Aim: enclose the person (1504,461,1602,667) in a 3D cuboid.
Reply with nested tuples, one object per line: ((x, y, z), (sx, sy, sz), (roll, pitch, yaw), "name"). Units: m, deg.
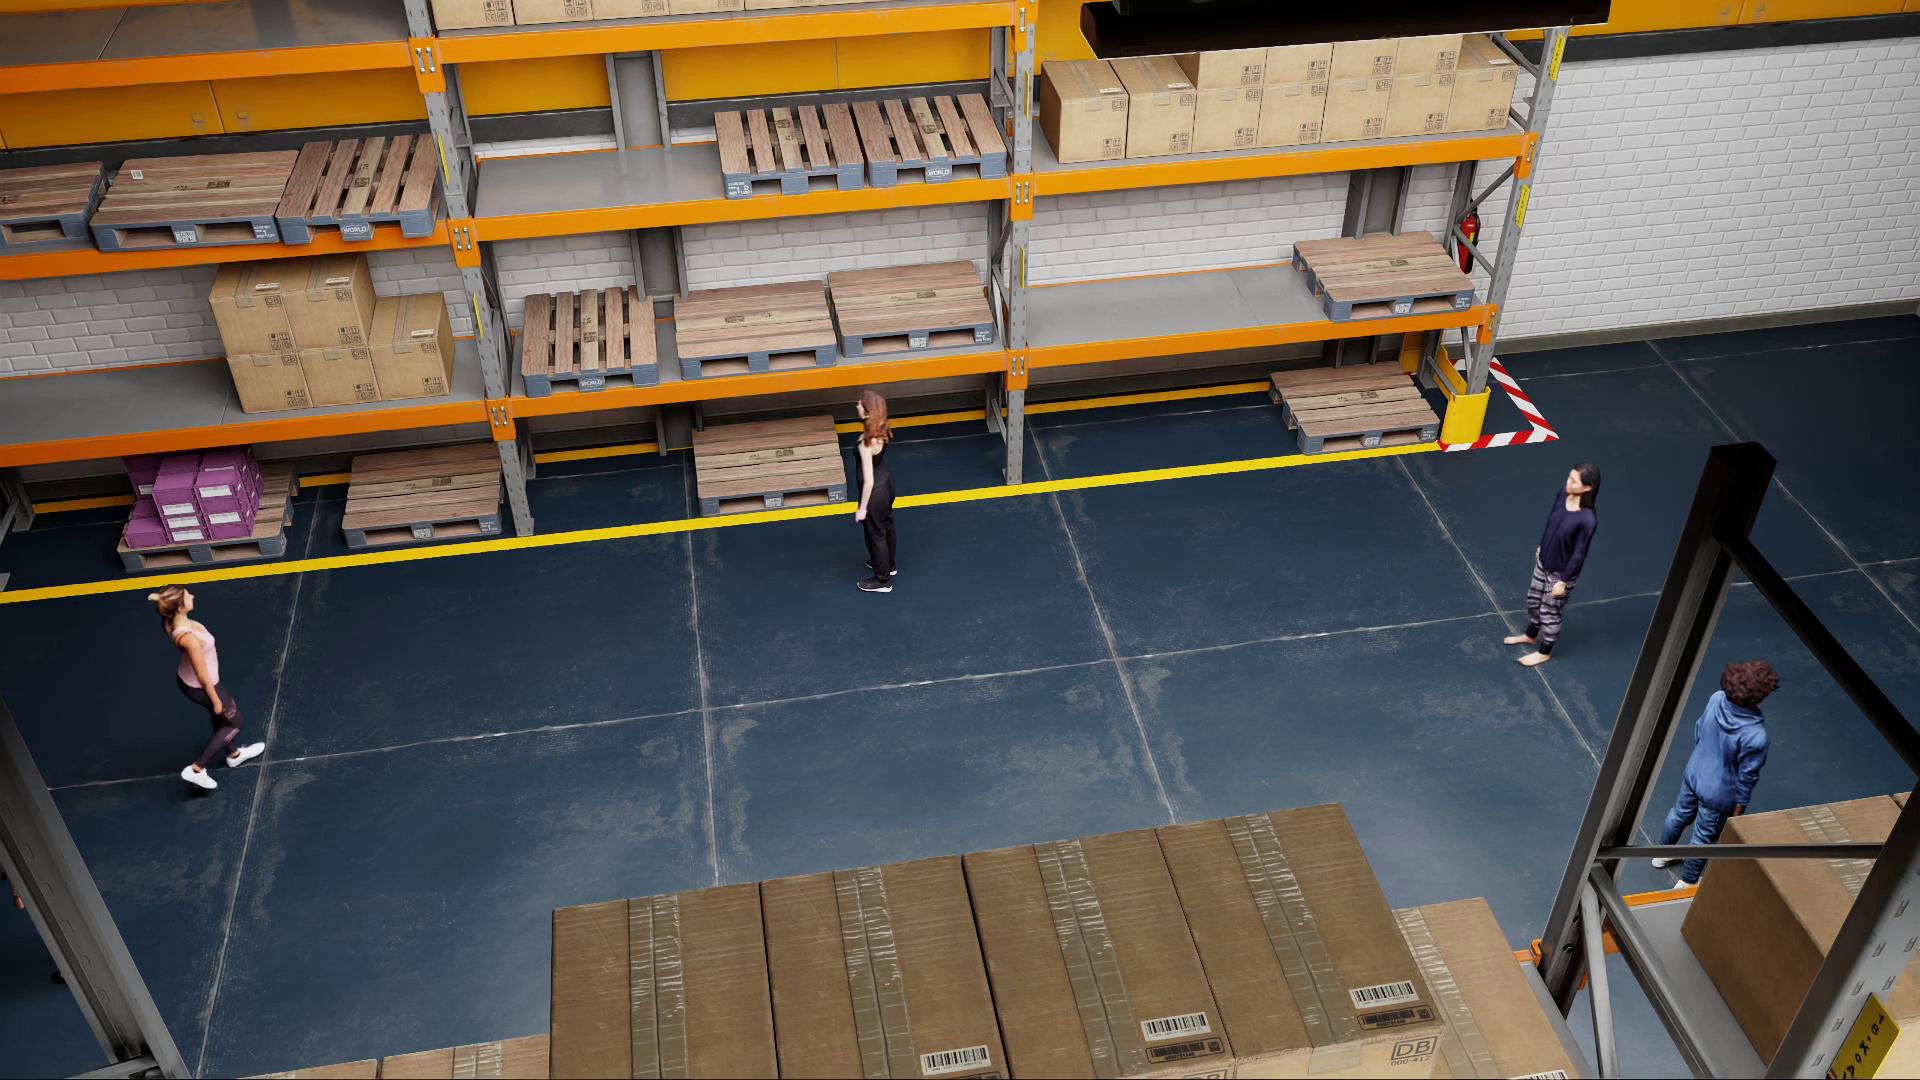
((4.231, 0.157, 11.695), (0.523, 1.734, 0.606), (-7, 39, -9), "person")

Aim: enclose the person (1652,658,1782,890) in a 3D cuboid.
((4.572, 1.426, 10.042), (0.588, 1.814, 0.678), (-9, 39, -11), "person")

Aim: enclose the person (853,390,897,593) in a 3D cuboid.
((-0.615, -0.367, 12.341), (0.647, 1.747, 0.656), (9, 39, 11), "person")

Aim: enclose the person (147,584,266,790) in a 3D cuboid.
((-4.977, 0.967, 10.768), (0.916, 1.626, 0.811), (-32, 48, -33), "person")
